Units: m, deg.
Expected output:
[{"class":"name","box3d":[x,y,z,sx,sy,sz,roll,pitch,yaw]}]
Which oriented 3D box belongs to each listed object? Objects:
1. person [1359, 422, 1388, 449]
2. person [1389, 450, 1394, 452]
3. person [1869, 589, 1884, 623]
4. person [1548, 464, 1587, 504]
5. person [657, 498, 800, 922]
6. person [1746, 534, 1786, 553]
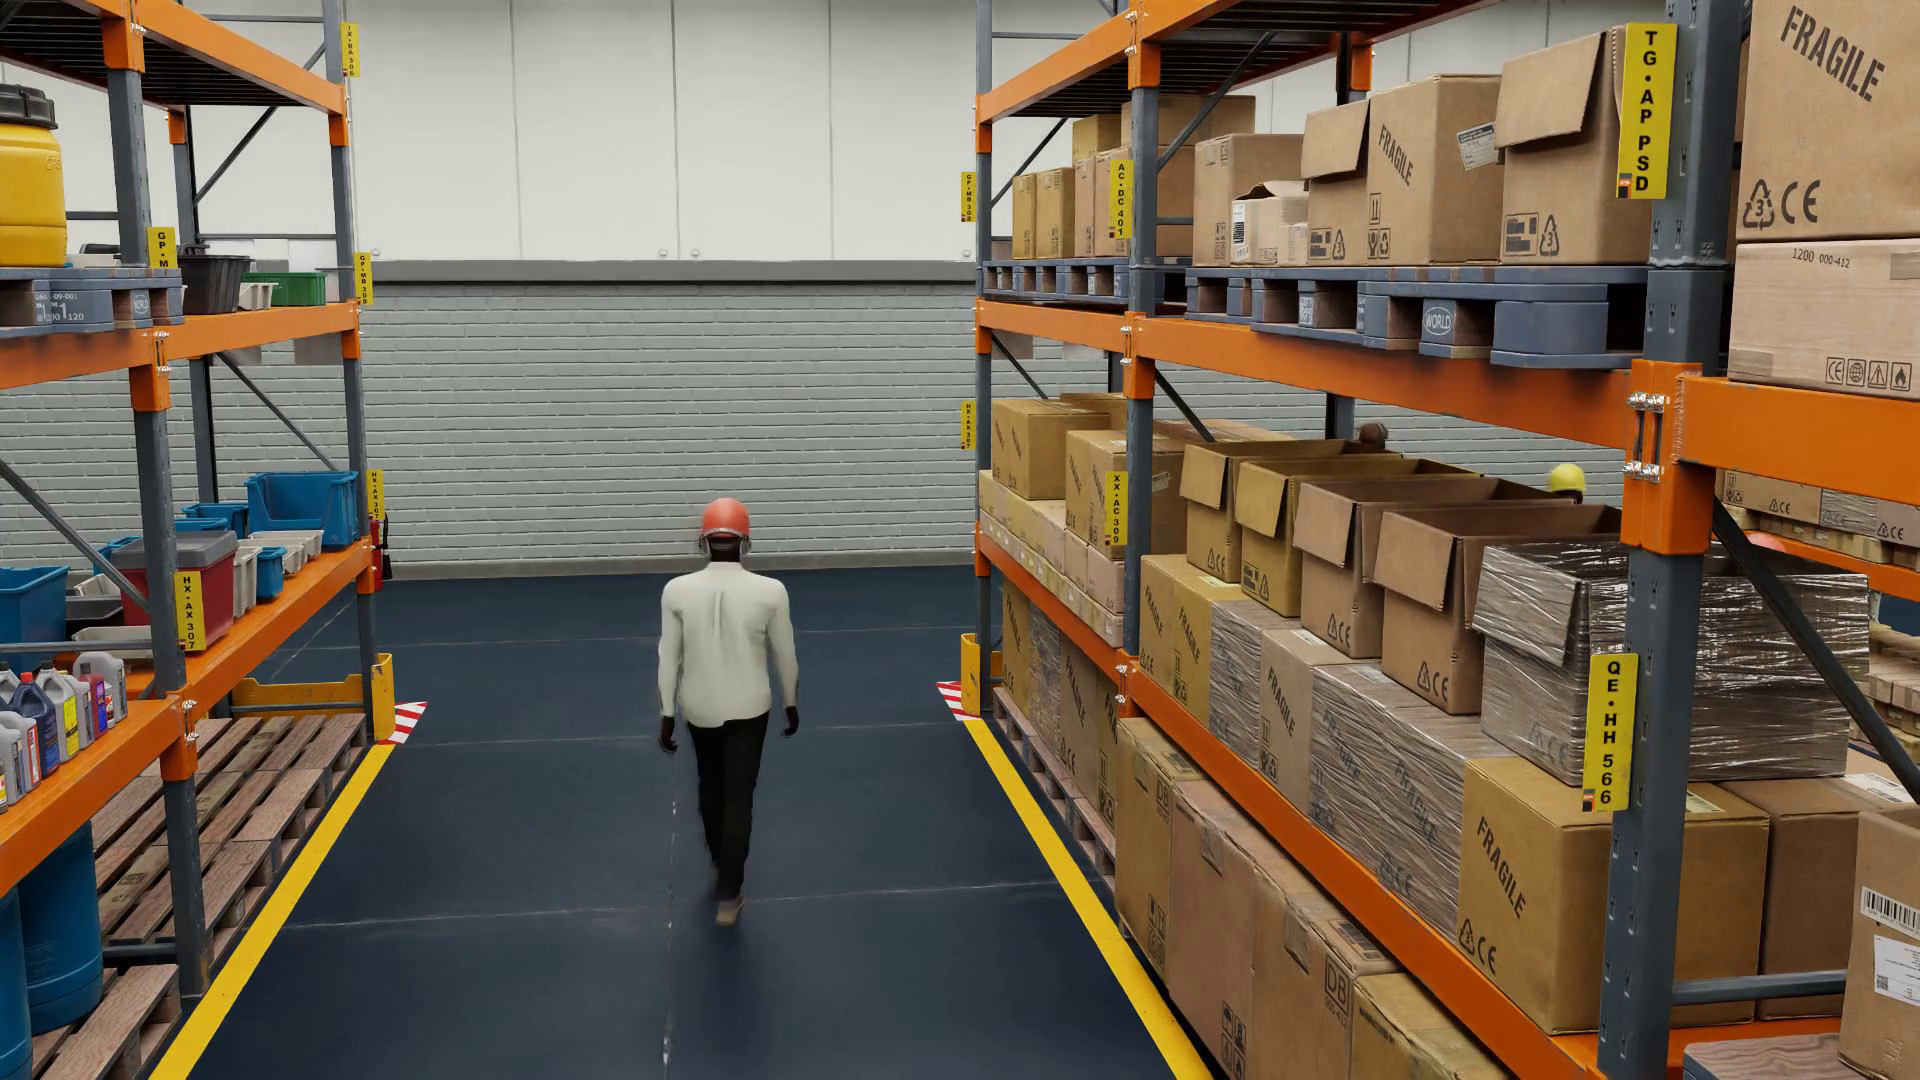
[{"class":"person","box3d":[3.240,-0.049,13.484,0.691,1.823,0.639,-6,11,-32]},{"class":"person","box3d":[2.887,0.262,11.615,0.588,1.820,1.104,0,9,1]},{"class":"person","box3d":[6.126,0.282,11.325,0.514,1.860,0.325,-5,10,-26]},{"class":"person","box3d":[3.572,0.491,9.898,0.613,1.893,0.799,3,10,20]},{"class":"person","box3d":[-1.084,0.763,8.022,0.650,1.956,0.943,1,9,3]},{"class":"person","box3d":[3.371,0.933,7.097,0.547,1.925,0.391,-2,9,-12]}]
